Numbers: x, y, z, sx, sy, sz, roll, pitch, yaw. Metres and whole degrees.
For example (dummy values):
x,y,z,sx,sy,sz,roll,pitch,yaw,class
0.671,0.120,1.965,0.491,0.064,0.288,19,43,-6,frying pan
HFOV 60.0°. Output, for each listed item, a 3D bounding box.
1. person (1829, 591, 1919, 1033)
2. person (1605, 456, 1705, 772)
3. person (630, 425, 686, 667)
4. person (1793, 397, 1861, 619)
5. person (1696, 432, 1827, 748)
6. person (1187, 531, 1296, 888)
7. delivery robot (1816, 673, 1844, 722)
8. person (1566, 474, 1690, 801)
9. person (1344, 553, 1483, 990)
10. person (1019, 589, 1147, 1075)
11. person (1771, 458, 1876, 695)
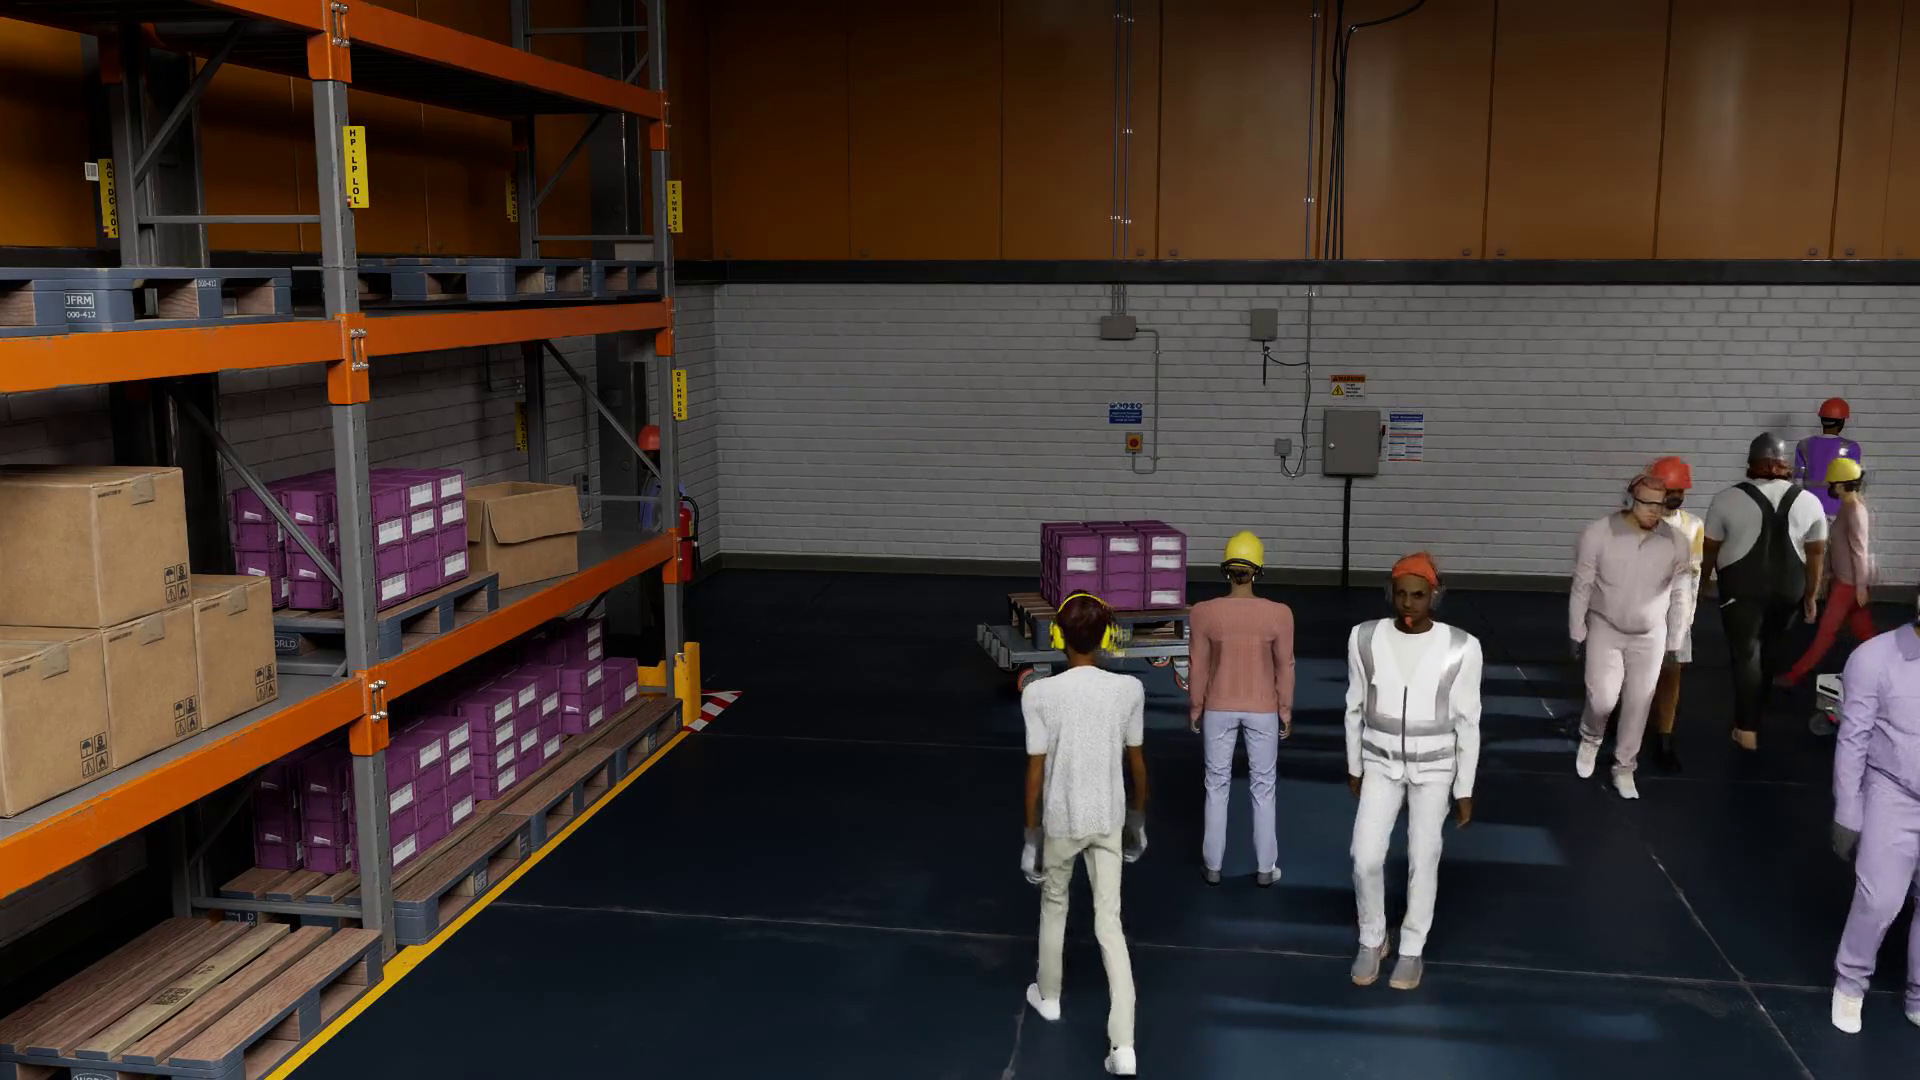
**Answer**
x,y,z,sx,sy,sz,roll,pitch,yaw,class
3.783,1.046,6.505,0.685,1.905,0.395,1,9,5,person
4.292,0.419,10.287,0.554,1.922,0.725,0,9,-3,person
-2.163,0.142,11.934,0.357,1.936,0.551,-6,11,-32,person
7.547,-0.273,14.493,0.362,1.939,0.543,-8,12,-42,person
5.168,0.267,10.851,0.694,2.000,0.981,1,9,7,person
1.378,0.836,8.183,0.524,1.770,0.315,2,9,11,person
5.911,0.983,10.716,0.707,0.478,0.477,-1,9,-8,delivery robot
3.846,0.549,9.581,0.660,1.884,0.448,1,9,7,person
1.872,0.984,6.951,0.576,1.867,0.501,4,10,24,person
0.483,1.095,6.409,0.538,1.831,0.940,-2,9,-9,person
6.100,0.286,11.680,0.887,1.727,0.527,5,10,26,person
